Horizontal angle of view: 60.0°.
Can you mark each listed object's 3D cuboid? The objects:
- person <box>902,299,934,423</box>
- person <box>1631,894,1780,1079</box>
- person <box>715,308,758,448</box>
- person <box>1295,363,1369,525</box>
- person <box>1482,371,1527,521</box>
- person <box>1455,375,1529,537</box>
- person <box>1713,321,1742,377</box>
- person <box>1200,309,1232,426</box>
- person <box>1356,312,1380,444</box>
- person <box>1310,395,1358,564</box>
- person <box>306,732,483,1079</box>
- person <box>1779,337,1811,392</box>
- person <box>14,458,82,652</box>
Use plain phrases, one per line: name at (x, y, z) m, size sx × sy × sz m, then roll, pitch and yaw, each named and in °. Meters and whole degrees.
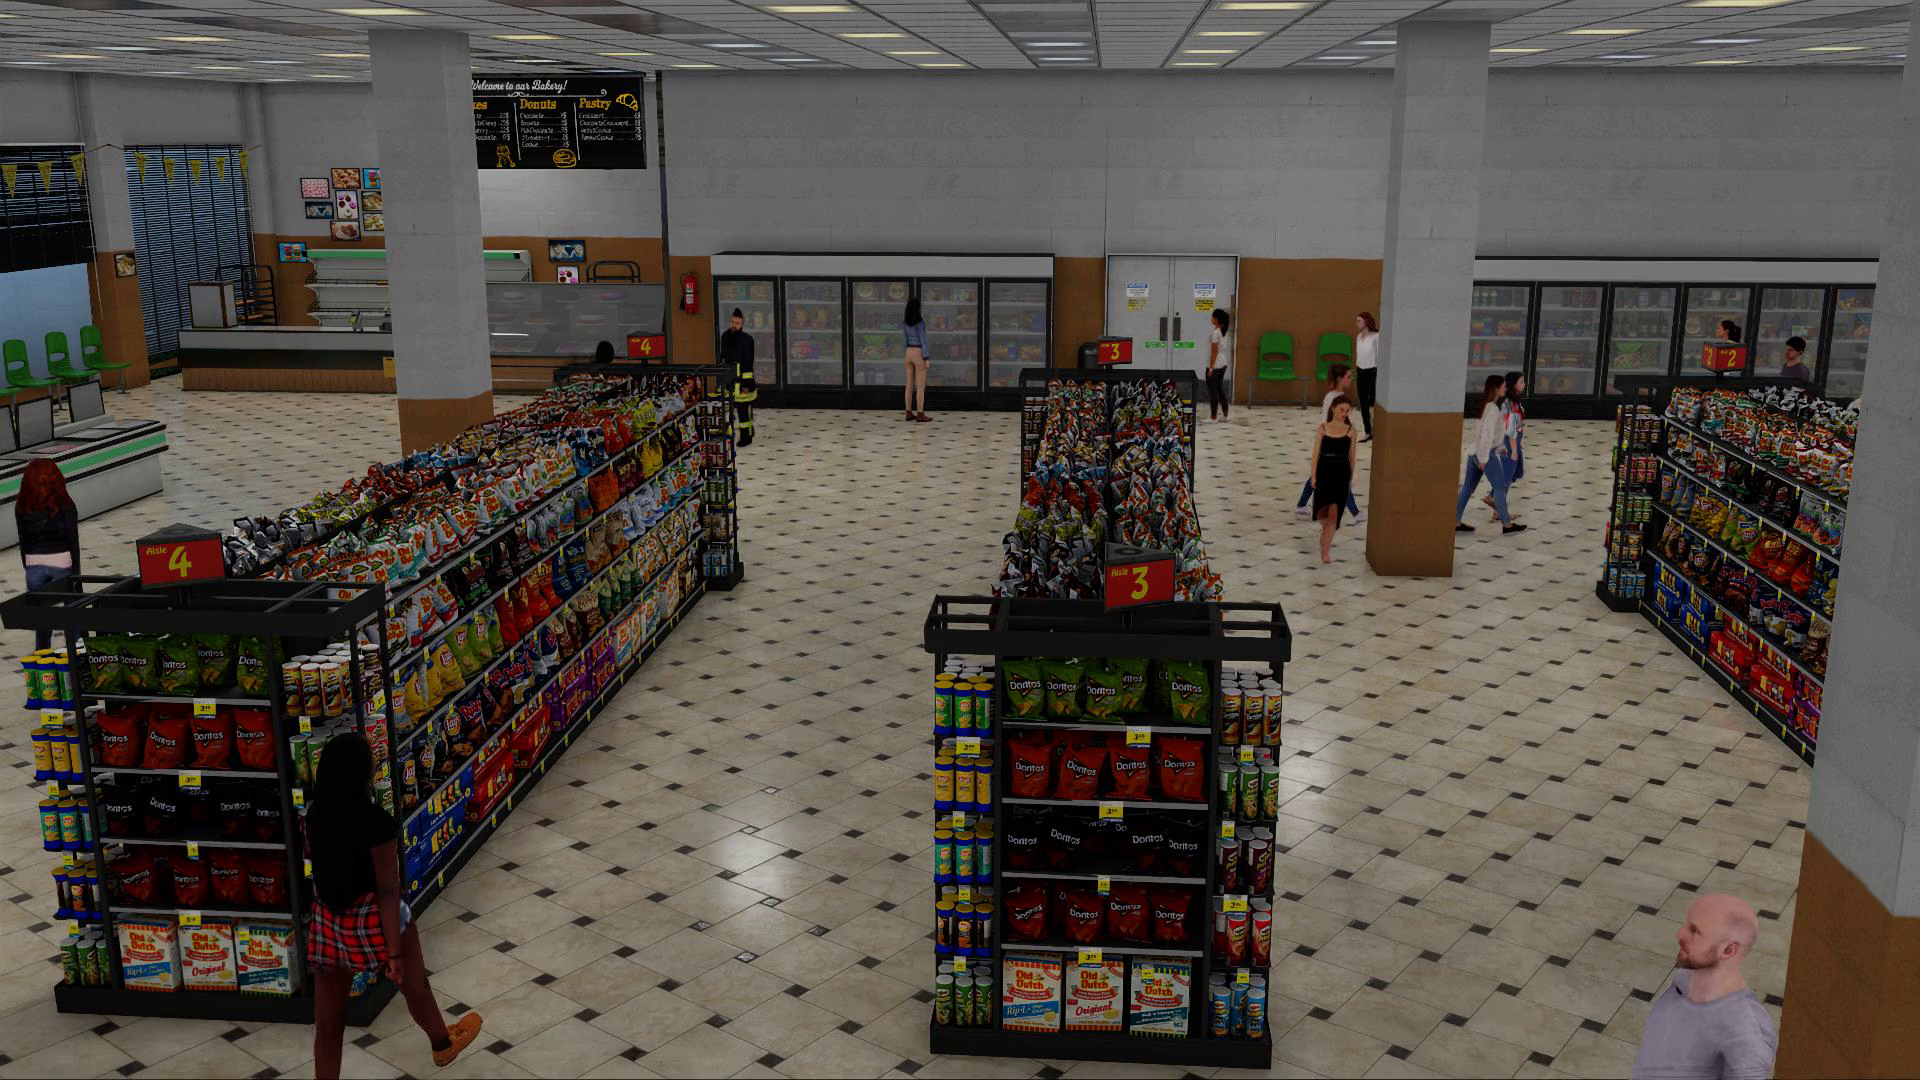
person at (-0.643, -2.596, 23.983) m, size 0.708 × 1.774 × 0.752 m, roll 12°, pitch 18°, yaw 41°
person at (2.335, 1.954, 5.141) m, size 0.766 × 1.814 × 1.031 m, roll 0°, pitch 14°, yaw 2°
person at (-2.885, -2.133, 21.927) m, size 0.990 × 1.844 × 1.078 m, roll 9°, pitch 16°, yaw 32°
person at (3.852, -0.992, 17.605) m, size 0.988 × 1.664 × 1.159 m, roll 7°, pitch 15°, yaw 28°
person at (5.795, -1.009, 17.799) m, size 0.742 × 1.604 × 0.651 m, roll 5°, pitch 14°, yaw 19°
person at (5.267, -0.843, 17.003) m, size 0.710 × 1.658 × 0.899 m, roll 0°, pitch 14°, yaw 1°
person at (10.343, -2.138, 22.426) m, size 0.809 × 1.617 × 0.905 m, roll 4°, pitch 14°, yaw 16°
person at (3.696, -2.477, 23.769) m, size 0.742 × 1.644 × 0.662 m, roll 8°, pitch 16°, yaw 29°
person at (5.535, -2.172, 22.327) m, size 0.978 × 1.731 × 0.940 m, roll -11°, pitch 17°, yaw -38°
person at (3.624, -0.605, 16.157) m, size 0.677 × 1.595 × 1.070 m, roll 5°, pitch 14°, yaw 19°
person at (-2.468, 1.646, 6.682) m, size 0.792 × 1.685 × 1.199 m, roll 4°, pitch 14°, yaw 17°
person at (9.520, -1.380, 18.889) m, size 0.819 × 1.813 × 1.035 m, roll 1°, pitch 14°, yaw 2°
person at (-6.601, 0.321, 12.041) m, size 0.940 × 1.735 × 1.285 m, roll -5°, pitch 14°, yaw -19°
